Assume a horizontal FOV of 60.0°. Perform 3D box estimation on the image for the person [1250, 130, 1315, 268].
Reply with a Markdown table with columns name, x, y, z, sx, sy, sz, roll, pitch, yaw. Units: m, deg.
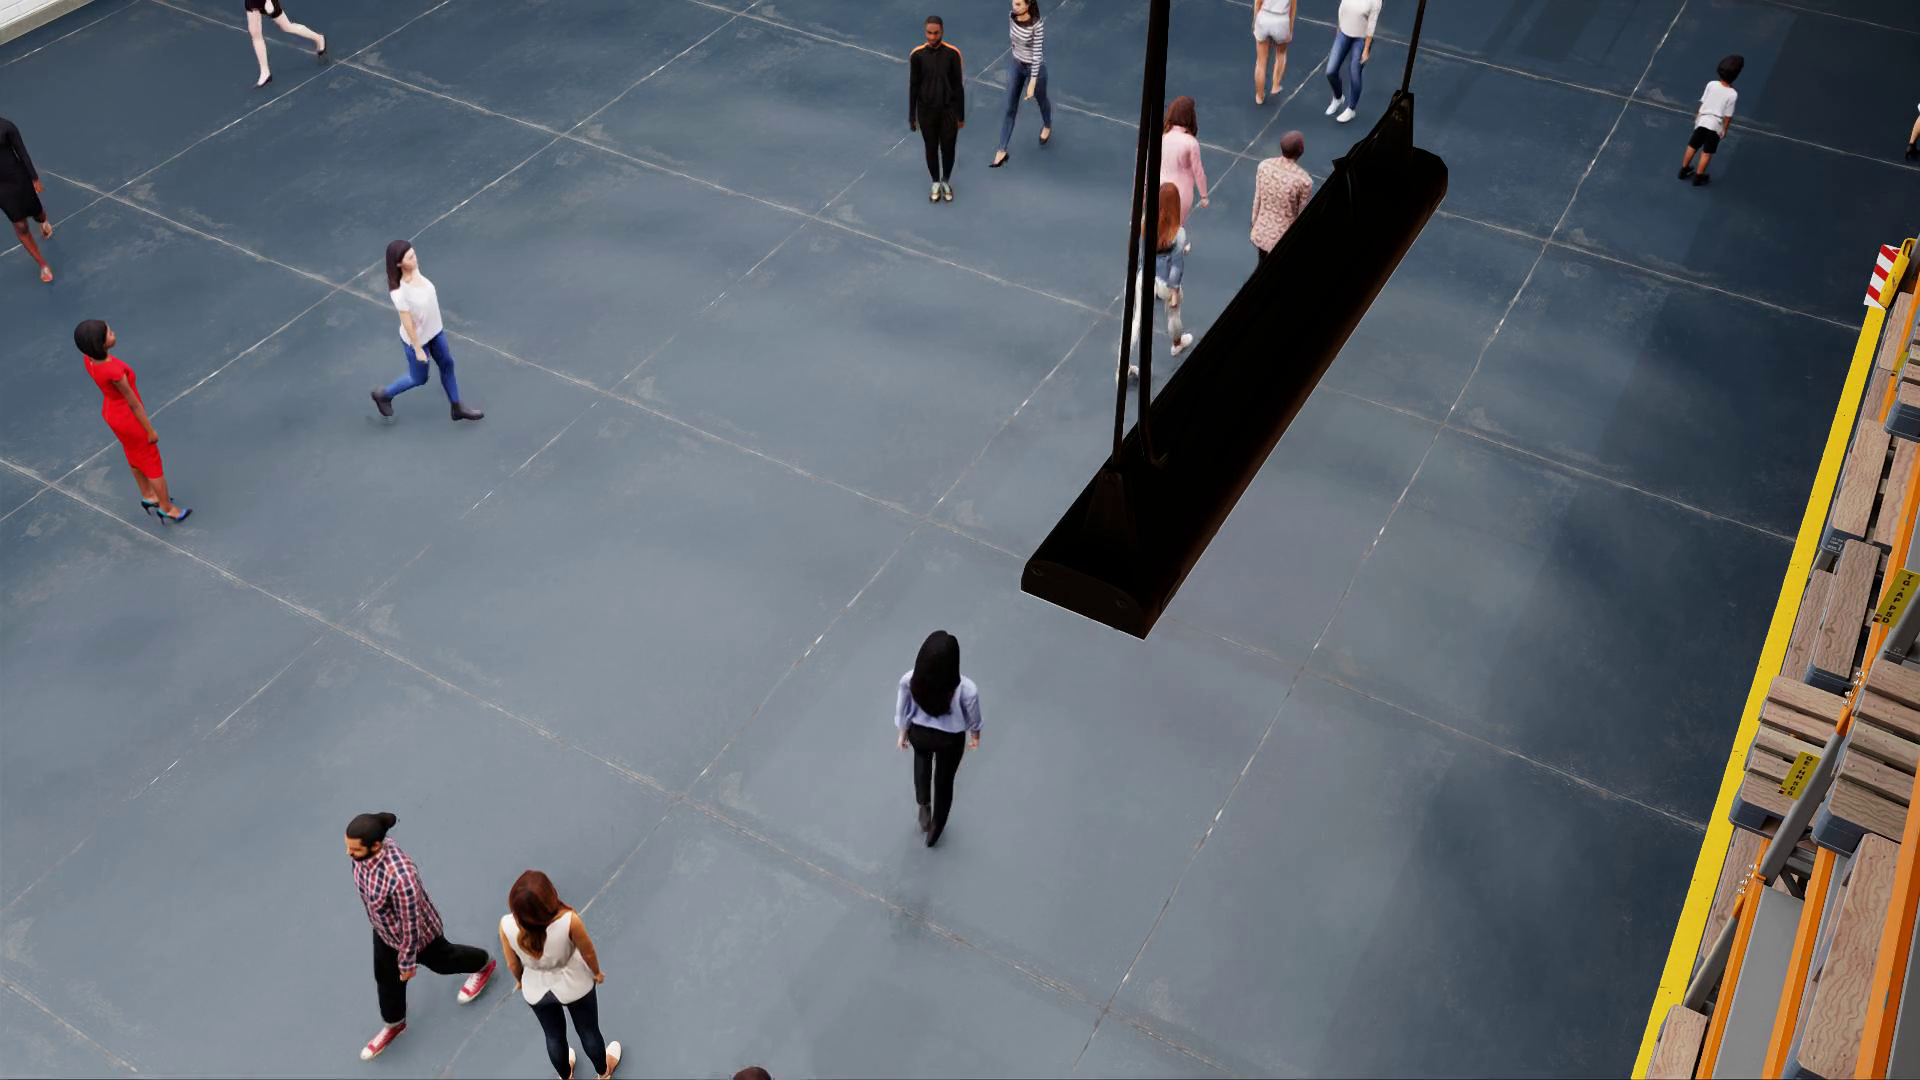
| name | x | y | z | sx | sy | sz | roll | pitch | yaw |
| --- | --- | --- | --- | --- | --- | --- | --- | --- | --- |
| person | 2.533 | -2.460 | 13.508 | 0.792 | 1.790 | 0.939 | 32 | 52 | 29 |

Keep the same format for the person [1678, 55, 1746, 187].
| name | x | y | z | sx | sy | sz | roll | pitch | yaw |
| --- | --- | --- | --- | --- | --- | --- | --- | --- | --- |
| person | 6.948 | -3.882 | 15.388 | 0.576 | 1.256 | 0.550 | -28 | 50 | -27 |

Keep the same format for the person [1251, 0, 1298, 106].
| name | x | y | z | sx | sy | sz | roll | pitch | yaw |
| --- | --- | --- | --- | --- | --- | --- | --- | --- | --- |
| person | 3.063 | -5.019 | 16.331 | 0.655 | 1.602 | 0.691 | 8 | 44 | 8 |

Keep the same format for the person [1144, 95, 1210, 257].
| name | x | y | z | sx | sy | sz | roll | pitch | yaw |
| --- | --- | --- | --- | --- | --- | --- | --- | --- | --- |
| person | 1.715 | -2.795 | 13.884 | 0.754 | 1.759 | 1.119 | 31 | 52 | 28 |

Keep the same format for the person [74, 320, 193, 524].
| name | x | y | z | sx | sy | sz | roll | pitch | yaw |
| --- | --- | --- | --- | --- | --- | --- | --- | --- | --- |
| person | -5.916 | -0.834 | 11.837 | 0.581 | 1.742 | 0.538 | 29 | 51 | 27 |

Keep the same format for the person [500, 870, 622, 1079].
| name | x | y | z | sx | sy | sz | roll | pitch | yaw |
| --- | --- | --- | --- | --- | --- | --- | --- | --- | --- |
| person | -2.067 | 2.283 | 8.534 | 0.683 | 1.784 | 0.702 | -2 | 44 | -2 |

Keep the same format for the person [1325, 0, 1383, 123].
| name | x | y | z | sx | sy | sz | roll | pitch | yaw |
| --- | --- | --- | --- | --- | --- | --- | --- | --- | --- |
| person | 3.861 | -4.859 | 16.086 | 0.685 | 1.709 | 0.692 | 32 | 52 | 29 |

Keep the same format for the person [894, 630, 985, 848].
| name | x | y | z | sx | sy | sz | roll | pitch | yaw |
| --- | --- | --- | --- | --- | --- | --- | --- | --- | --- |
| person | -0.154 | 1.229 | 9.678 | 0.749 | 1.733 | 0.722 | 8 | 44 | 8 |

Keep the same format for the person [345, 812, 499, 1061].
| name | x | y | z | sx | sy | sz | roll | pitch | yaw |
| --- | --- | --- | --- | --- | --- | --- | --- | --- | --- |
| person | -2.880 | 2.010 | 8.861 | 0.737 | 1.729 | 1.094 | 26 | 49 | 25 |

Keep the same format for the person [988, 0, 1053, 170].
| name | x | y | z | sx | sy | sz | roll | pitch | yaw |
| --- | --- | --- | --- | --- | --- | --- | --- | --- | --- |
| person | 0.695 | -4.358 | 15.552 | 0.795 | 1.720 | 1.236 | 30 | 51 | 27 |

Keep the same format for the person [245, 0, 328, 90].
| name | x | y | z | sx | sy | sz | roll | pitch | yaw |
| --- | --- | --- | --- | --- | --- | --- | --- | --- | --- |
| person | -6.905 | -5.475 | 16.671 | 0.738 | 1.794 | 1.217 | 30 | 51 | 28 |

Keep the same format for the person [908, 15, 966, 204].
| name | x | y | z | sx | sy | sz | roll | pitch | yaw |
| --- | --- | --- | --- | --- | --- | --- | --- | --- | --- |
| person | -0.196 | -3.924 | 15.042 | 0.769 | 1.795 | 0.783 | 3 | 44 | 3 |

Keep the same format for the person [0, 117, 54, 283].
| name | x | y | z | sx | sy | sz | roll | pitch | yaw |
| --- | --- | --- | --- | --- | --- | --- | --- | --- | --- |
| person | -8.126 | -3.072 | 14.215 | 1.006 | 1.703 | 0.989 | -18 | 46 | -18 |

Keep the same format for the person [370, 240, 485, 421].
| name | x | y | z | sx | sy | sz | roll | pitch | yaw |
| --- | --- | --- | --- | --- | --- | --- | --- | --- | --- |
| person | -4.179 | -1.533 | 12.629 | 0.961 | 1.661 | 1.077 | 3 | 44 | 3 |

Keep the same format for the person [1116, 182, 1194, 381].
| name | x | y | z | sx | sy | sz | roll | pitch | yaw |
| --- | --- | --- | --- | --- | --- | --- | --- | --- | --- |
| person | 1.498 | -1.977 | 13.101 | 0.789 | 1.654 | 1.164 | 34 | 53 | 31 |
